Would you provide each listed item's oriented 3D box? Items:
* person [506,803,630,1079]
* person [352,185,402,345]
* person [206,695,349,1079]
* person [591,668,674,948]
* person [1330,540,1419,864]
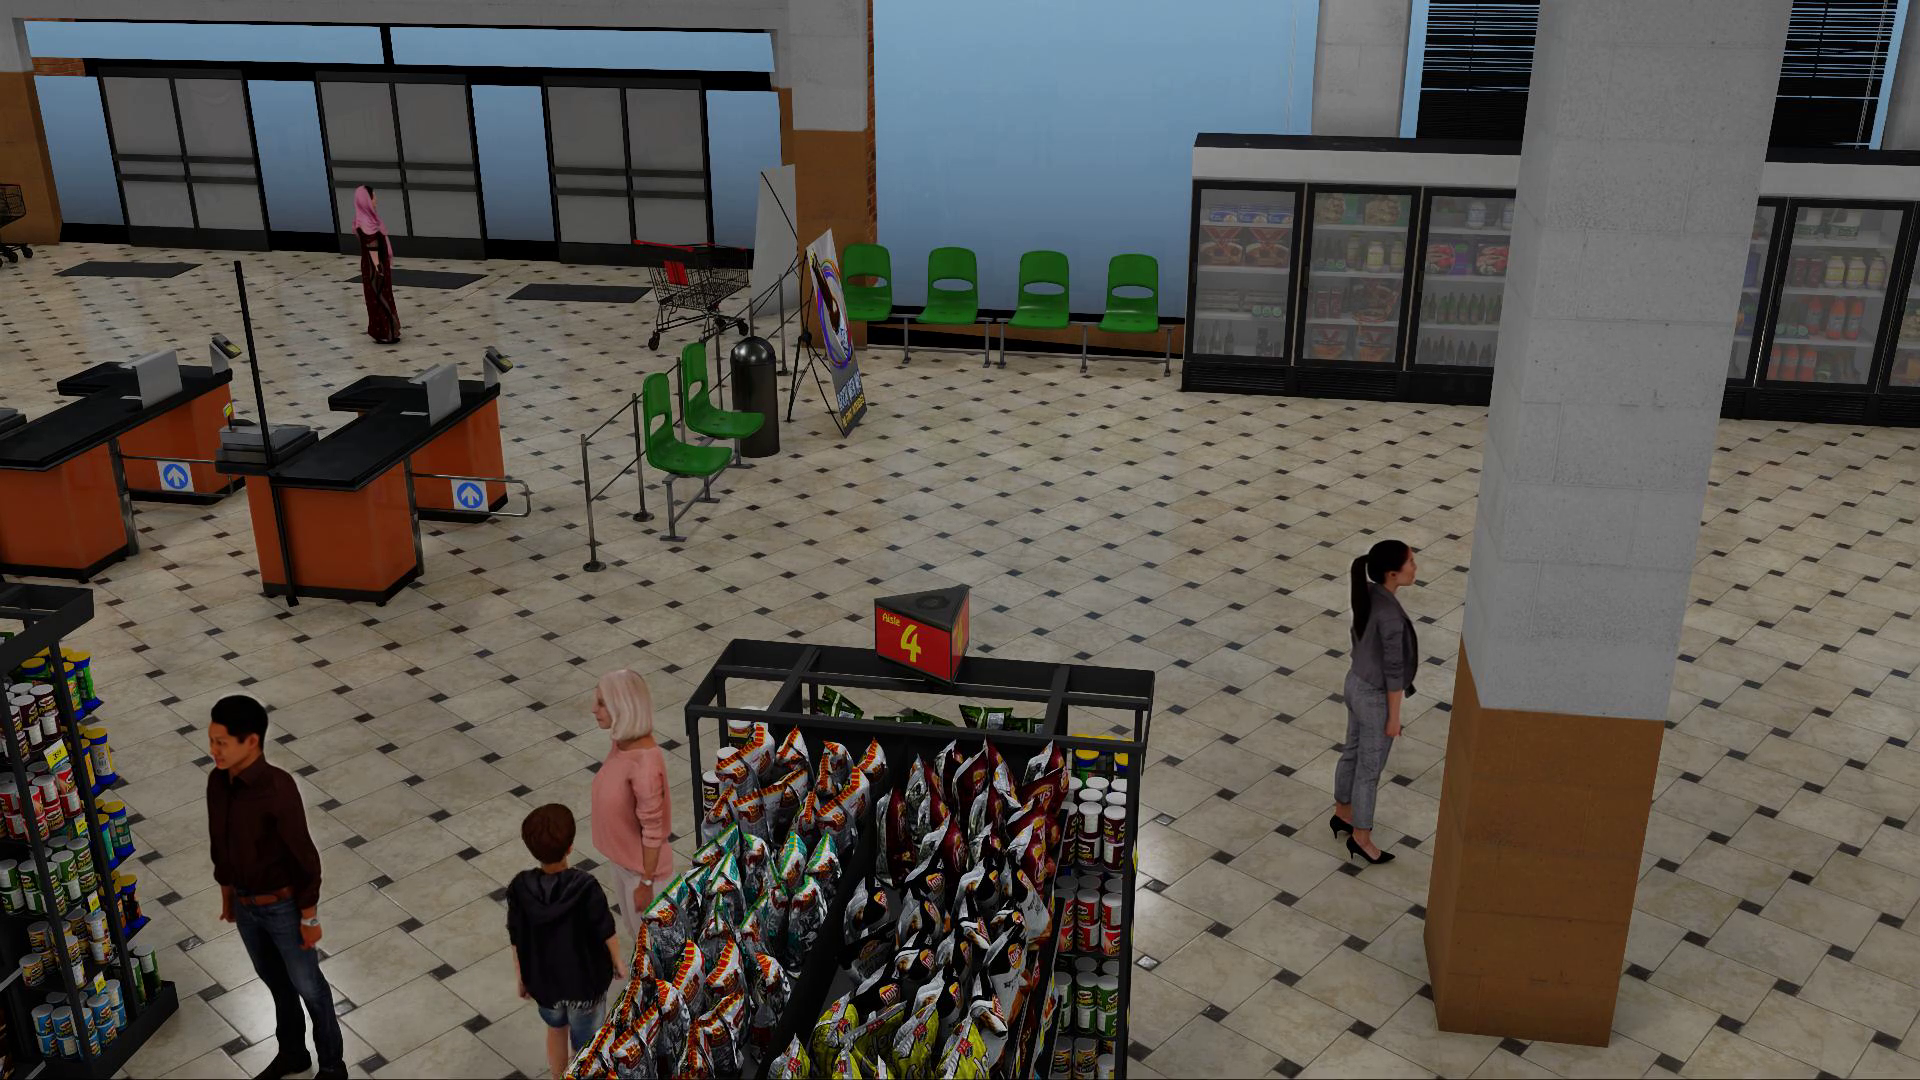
[{"bbox_3d":[-1.495,1.674,6.246,0.534,1.438,0.620,4,22,11],"label":"person"},{"bbox_3d":[-6.077,-2.862,17.269,0.818,1.637,0.702,-7,23,-16],"label":"person"},{"bbox_3d":[-2.664,1.400,6.471,0.707,1.779,0.621,11,24,25],"label":"person"},{"bbox_3d":[-1.307,1.301,6.789,0.740,1.726,0.656,-11,25,-26],"label":"person"},{"bbox_3d":[2.022,0.778,8.156,0.754,1.677,0.623,-3,22,-8],"label":"person"}]
